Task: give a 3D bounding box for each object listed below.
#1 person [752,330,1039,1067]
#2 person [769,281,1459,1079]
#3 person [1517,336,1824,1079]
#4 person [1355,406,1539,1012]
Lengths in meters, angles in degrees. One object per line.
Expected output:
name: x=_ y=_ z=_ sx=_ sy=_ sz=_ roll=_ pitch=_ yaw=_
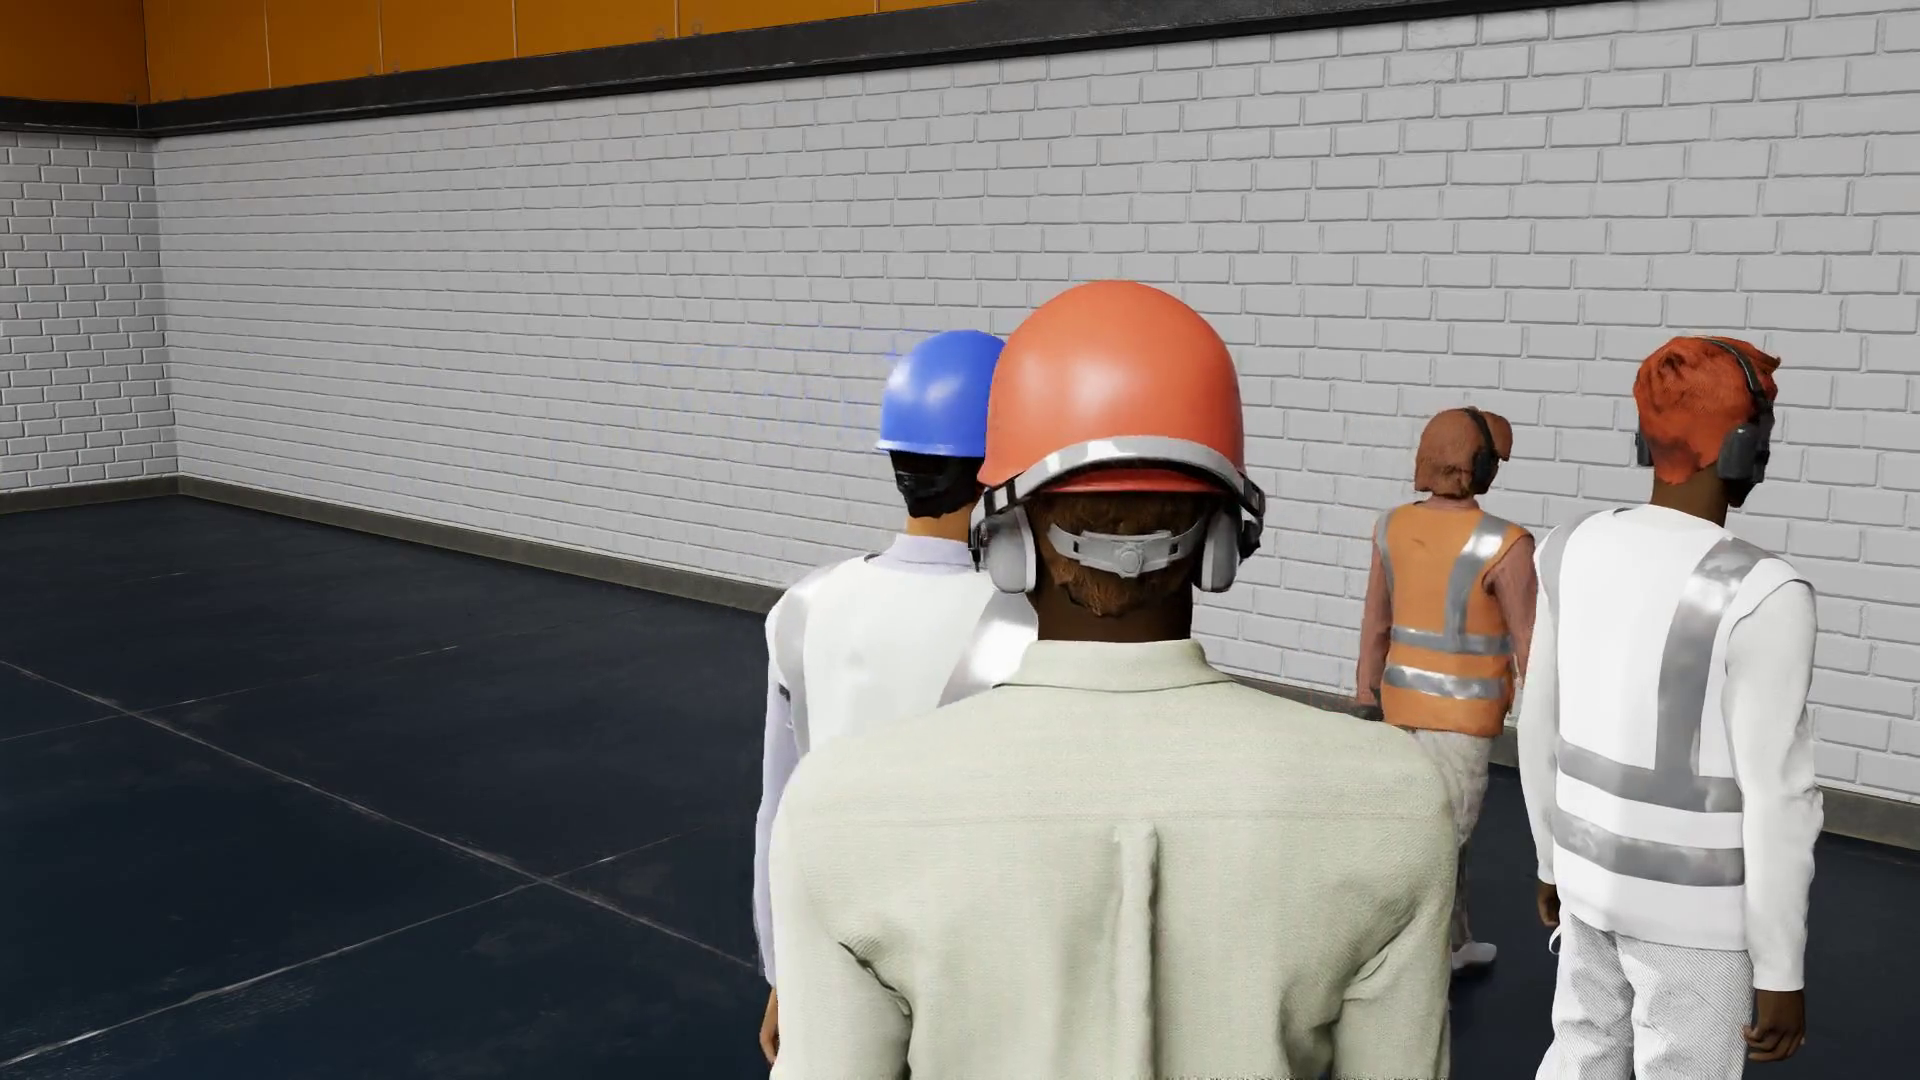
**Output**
person: x=0.038 y=0.644 z=2.511 sx=0.989 sy=1.896 sz=0.612 roll=-10 pitch=14 yaw=-44
person: x=0.135 y=0.766 z=1.550 sx=0.622 sy=1.992 sz=0.390 roll=-1 pitch=10 yaw=-5
person: x=1.173 y=0.605 z=2.781 sx=0.342 sy=1.882 sz=0.586 roll=-4 pitch=11 yaw=-20
person: x=1.350 y=0.463 z=4.364 sx=0.699 sy=1.614 sz=0.521 roll=-5 pitch=11 yaw=-25
